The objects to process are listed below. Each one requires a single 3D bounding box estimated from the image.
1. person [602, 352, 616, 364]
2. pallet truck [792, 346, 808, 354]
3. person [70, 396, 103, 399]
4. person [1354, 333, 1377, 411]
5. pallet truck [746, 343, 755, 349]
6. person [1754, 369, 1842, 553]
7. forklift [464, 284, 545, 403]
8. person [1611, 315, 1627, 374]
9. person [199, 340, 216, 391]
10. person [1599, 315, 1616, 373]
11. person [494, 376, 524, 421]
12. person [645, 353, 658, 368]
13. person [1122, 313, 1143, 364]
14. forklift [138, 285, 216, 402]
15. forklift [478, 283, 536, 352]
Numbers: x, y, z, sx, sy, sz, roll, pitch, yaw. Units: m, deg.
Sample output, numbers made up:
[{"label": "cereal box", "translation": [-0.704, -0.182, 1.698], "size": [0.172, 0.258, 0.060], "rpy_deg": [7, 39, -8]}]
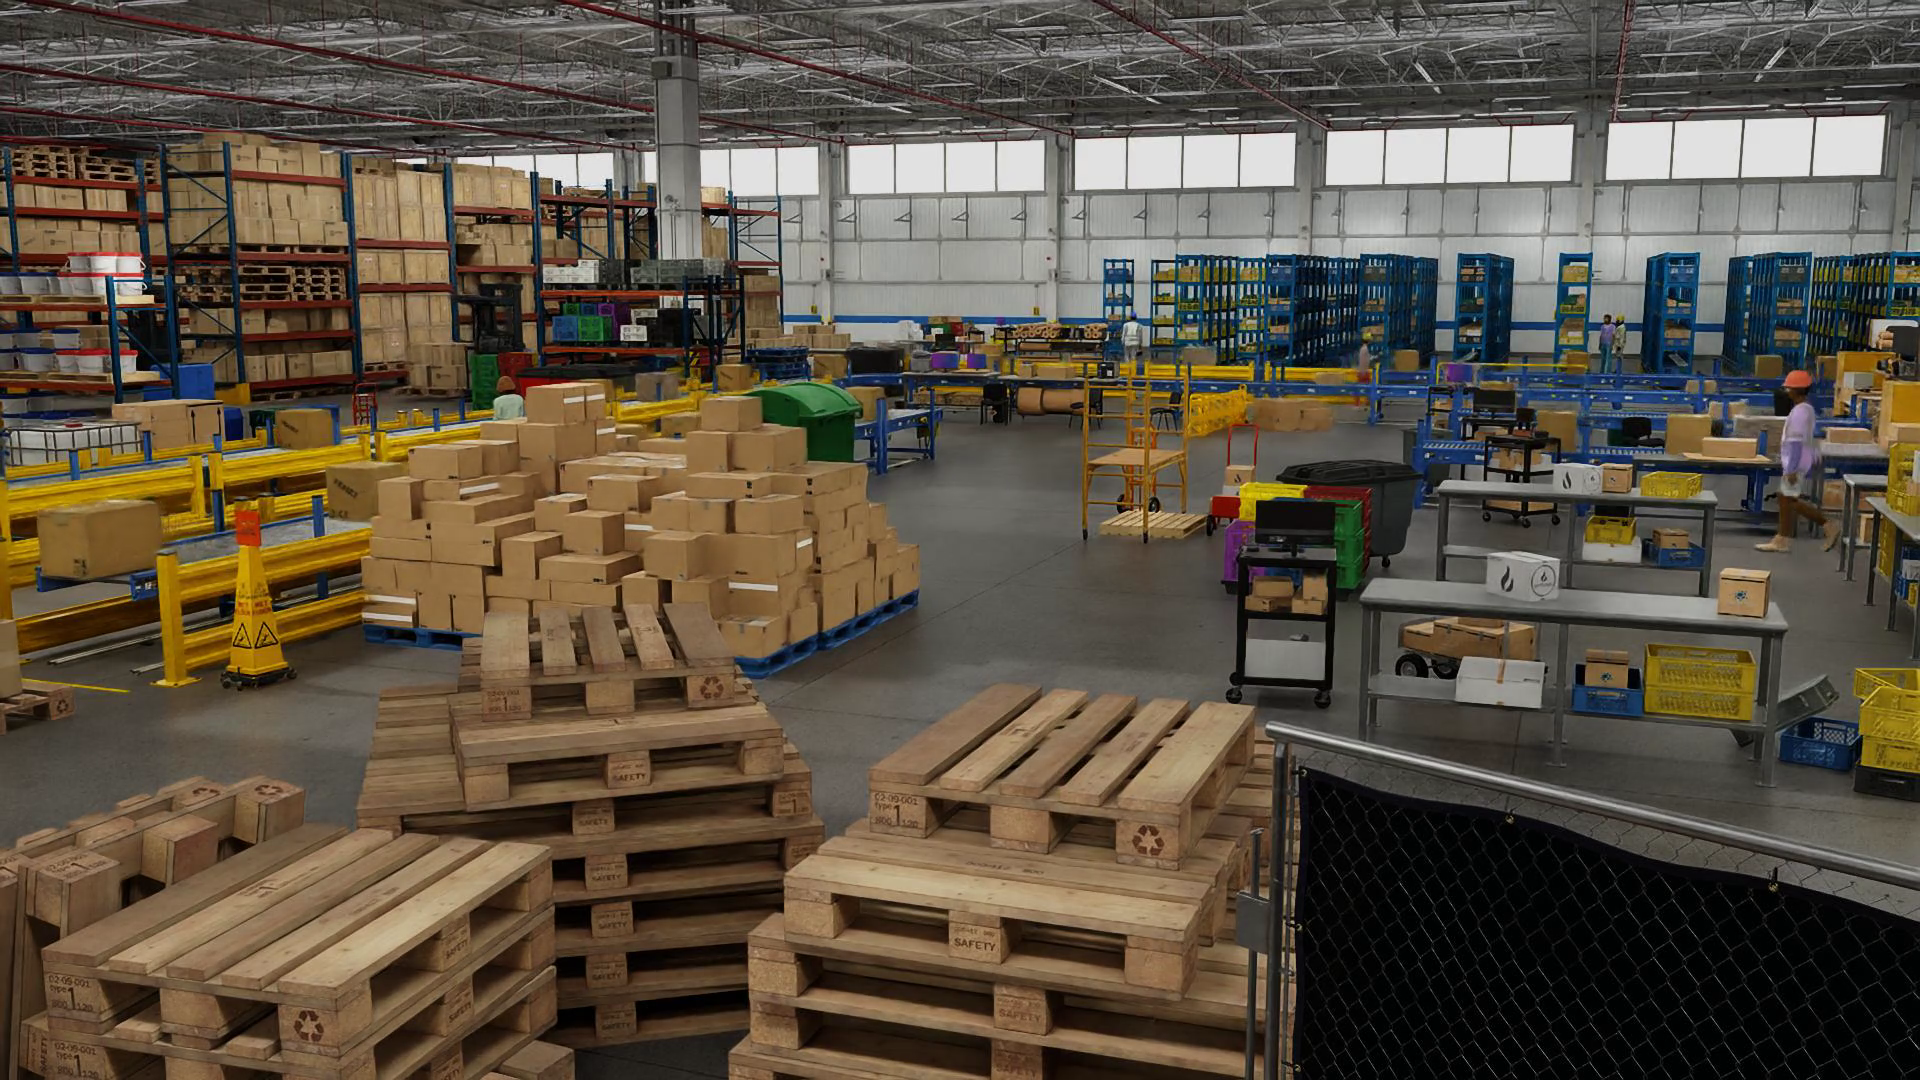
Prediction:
[{"label": "person", "translation": [-10.561, -5.777, 50.108], "size": [0.532, 1.677, 0.364], "rpy_deg": [-1, 9, -6]}, {"label": "pallet truck", "translation": [-3.705, -4.298, 42.022], "size": [0.653, 1.274, 1.630], "rpy_deg": [3, 10, 20]}, {"label": "person", "translation": [-21.630, -4.343, 41.217], "size": [0.524, 1.648, 0.900], "rpy_deg": [4, 10, 22]}, {"label": "person", "translation": [9.114, -3.745, 37.130], "size": [0.637, 1.743, 0.548], "rpy_deg": [2, 9, 11]}, {"label": "pallet truck", "translation": [-6.183, -4.618, 44.264], "size": [1.601, 1.201, 0.680], "rpy_deg": [-9, 12, -43]}, {"label": "person", "translation": [9.119, -0.825, 17.949], "size": [0.774, 2.027, 0.605], "rpy_deg": [5, 10, 28]}, {"label": "forklift", "translation": [-10.832, -4.702, 39.610], "size": [1.129, 2.768, 1.873], "rpy_deg": [3, 10, 20]}, {"label": "person", "translation": [20.147, -5.970, 50.847], "size": [0.403, 1.835, 0.588], "rpy_deg": [3, 9, 17]}, {"label": "person", "translation": [-19.057, -4.622, 42.101], "size": [0.566, 1.920, 0.450], "rpy_deg": [5, 10, 27]}, {"label": "person", "translation": [19.632, -5.914, 50.460], "size": [0.390, 1.846, 0.565], "rpy_deg": [-4, 10, -24]}, {"label": "person", "translation": [-6.328, -1.487, 23.371], "size": [0.286, 1.625, 0.494], "rpy_deg": [7, 11, 37]}, {"label": "person", "translation": [-9.995, -6.389, 53.778], "size": [0.539, 1.739, 0.697], "rpy_deg": [3, 10, 19]}, {"label": "person", "translation": [5.261, -5.978, 50.743], "size": [0.617, 1.877, 0.955], "rpy_deg": [2, 9, 14]}, {"label": "forklift", "translation": [-17.480, -4.200, 36.461], "size": [1.873, 2.768, 1.129], "rpy_deg": [3, 10, 19]}, {"label": "forklift", "translation": [-11.883, -5.227, 42.912], "size": [1.129, 2.768, 1.873], "rpy_deg": [3, 10, 20]}]
